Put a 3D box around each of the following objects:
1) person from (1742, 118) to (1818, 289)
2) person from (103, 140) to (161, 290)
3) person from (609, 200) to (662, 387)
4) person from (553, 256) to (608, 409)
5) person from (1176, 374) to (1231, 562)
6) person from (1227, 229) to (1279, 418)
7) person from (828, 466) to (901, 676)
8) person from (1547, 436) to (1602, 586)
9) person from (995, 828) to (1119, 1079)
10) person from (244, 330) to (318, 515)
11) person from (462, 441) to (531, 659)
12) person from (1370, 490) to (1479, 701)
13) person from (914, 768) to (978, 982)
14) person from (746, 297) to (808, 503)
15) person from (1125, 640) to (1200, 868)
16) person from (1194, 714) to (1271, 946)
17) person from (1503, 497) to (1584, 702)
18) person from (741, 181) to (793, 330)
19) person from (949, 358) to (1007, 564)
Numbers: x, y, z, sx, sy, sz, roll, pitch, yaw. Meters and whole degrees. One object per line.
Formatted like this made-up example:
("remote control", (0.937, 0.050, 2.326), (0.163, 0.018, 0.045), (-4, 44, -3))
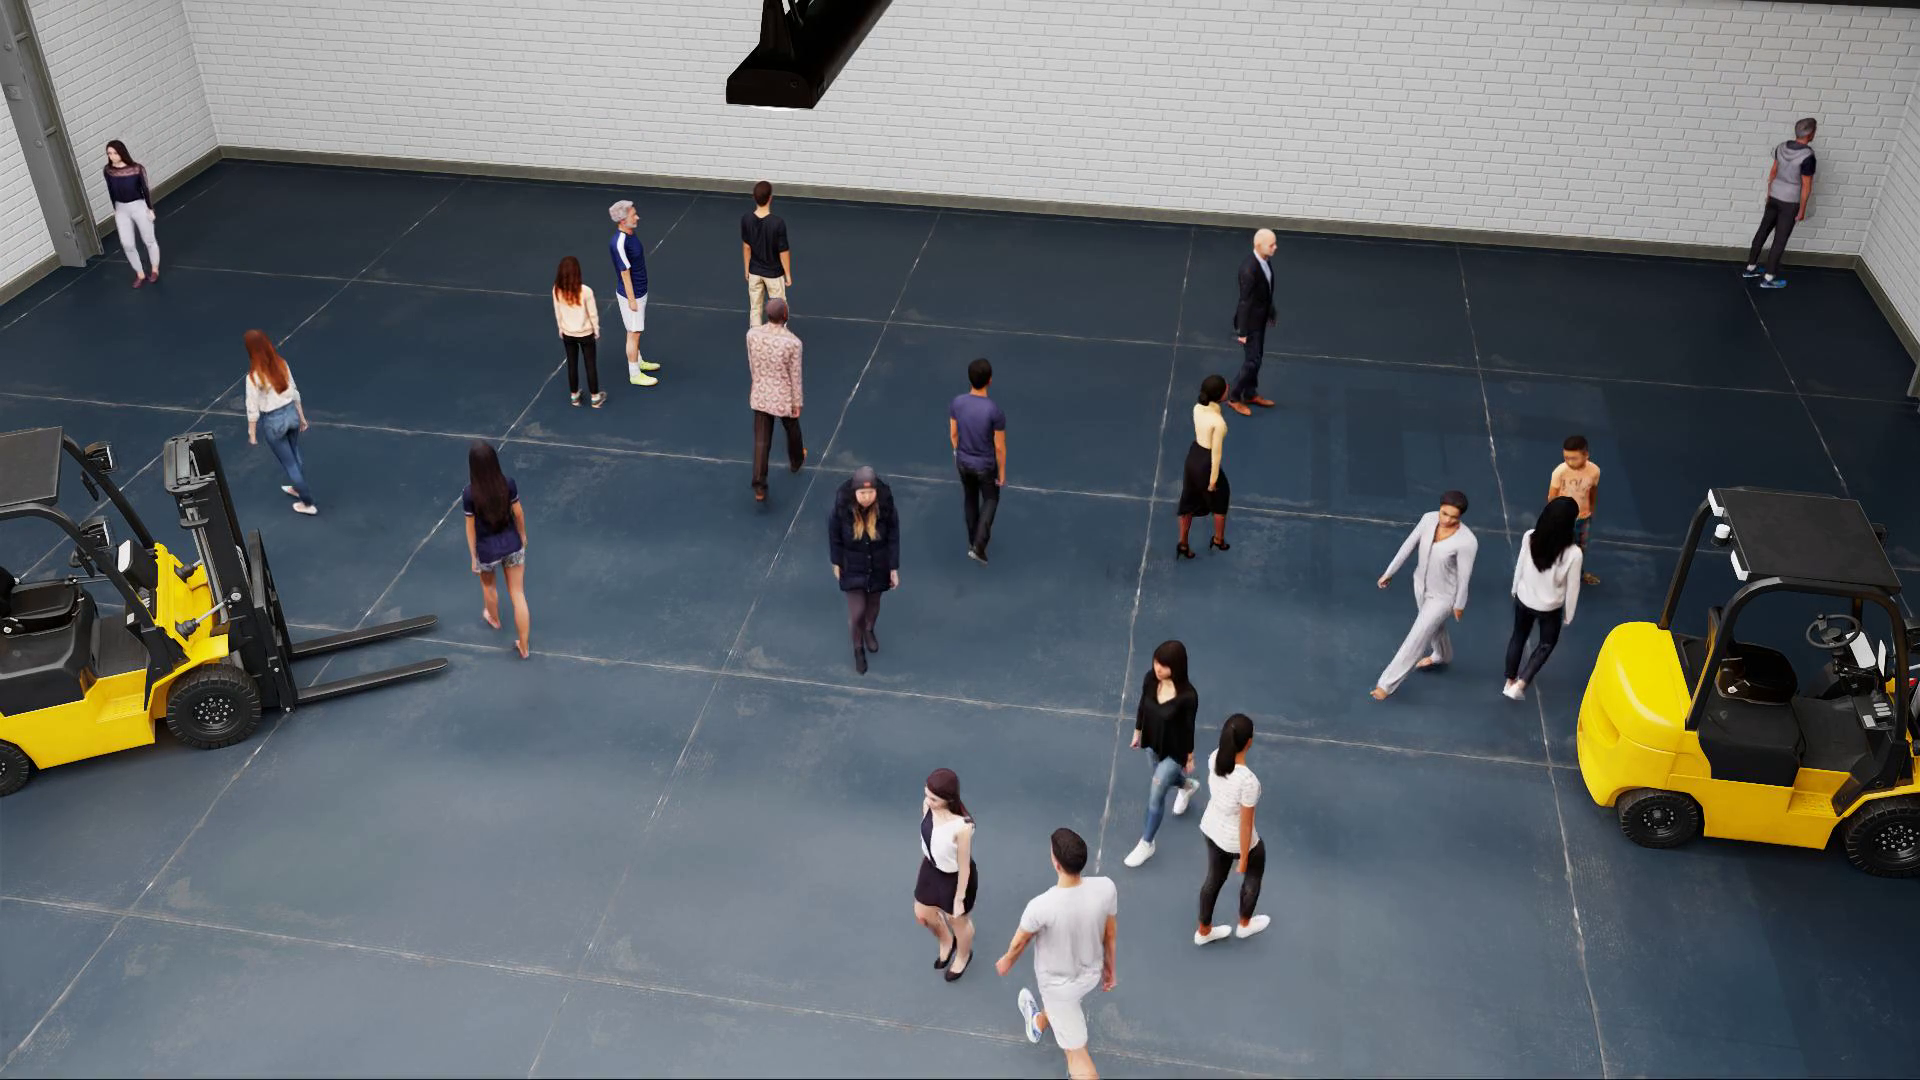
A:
("person", (8.773, -3.610, 17.729), (0.838, 1.828, 0.693), (-10, 35, -15))
("person", (-8.820, -3.520, 17.805), (0.698, 1.595, 0.749), (-2, 34, -3))
("person", (-3.131, -2.381, 15.870), (0.745, 1.839, 0.575), (-2, 34, -3))
("person", (-3.571, -1.945, 15.541), (0.569, 1.477, 0.507), (7, 34, 10))
("person", (1.874, -0.538, 13.278), (0.851, 1.638, 0.800), (-19, 38, -26))
("person", (2.678, -2.055, 15.418), (0.838, 1.797, 0.713), (15, 36, 21))
("person", (-0.703, 0.134, 12.255), (0.818, 1.653, 0.899), (-8, 34, -12))
("person", (4.765, -0.194, 12.947), (0.799, 1.433, 0.644), (-11, 35, -16))
("person", (0.628, 2.370, 8.769), (1.196, 1.788, 1.320), (-19, 38, -26))
("person", (-5.596, -0.955, 13.833), (0.808, 1.719, 0.801), (18, 38, 25))
("person", (-3.356, 0.126, 12.187), (0.932, 1.741, 1.026), (-17, 37, -24))
("person", (3.465, 0.335, 11.918), (1.211, 1.690, 1.215), (-13, 36, -19))
("person", (0.005, 1.909, 9.600), (0.692, 1.635, 0.724), (25, 41, 33))
("person", (-1.602, -1.153, 14.086), (0.683, 1.769, 1.192), (6, 34, 9))
("person", (1.353, 1.268, 10.579), (1.120, 1.619, 0.958), (-29, 43, -36))
("person", (1.517, 1.771, 9.827), (0.880, 1.613, 0.821), (-15, 37, -22))
("person", (4.038, 0.466, 11.722), (0.807, 1.689, 0.861), (25, 41, 32))
("person", (-1.882, -2.582, 16.159), (0.636, 1.854, 0.550), (8, 34, 11))
("person", (0.104, -0.566, 13.197), (0.715, 1.775, 0.836), (12, 36, 18))
